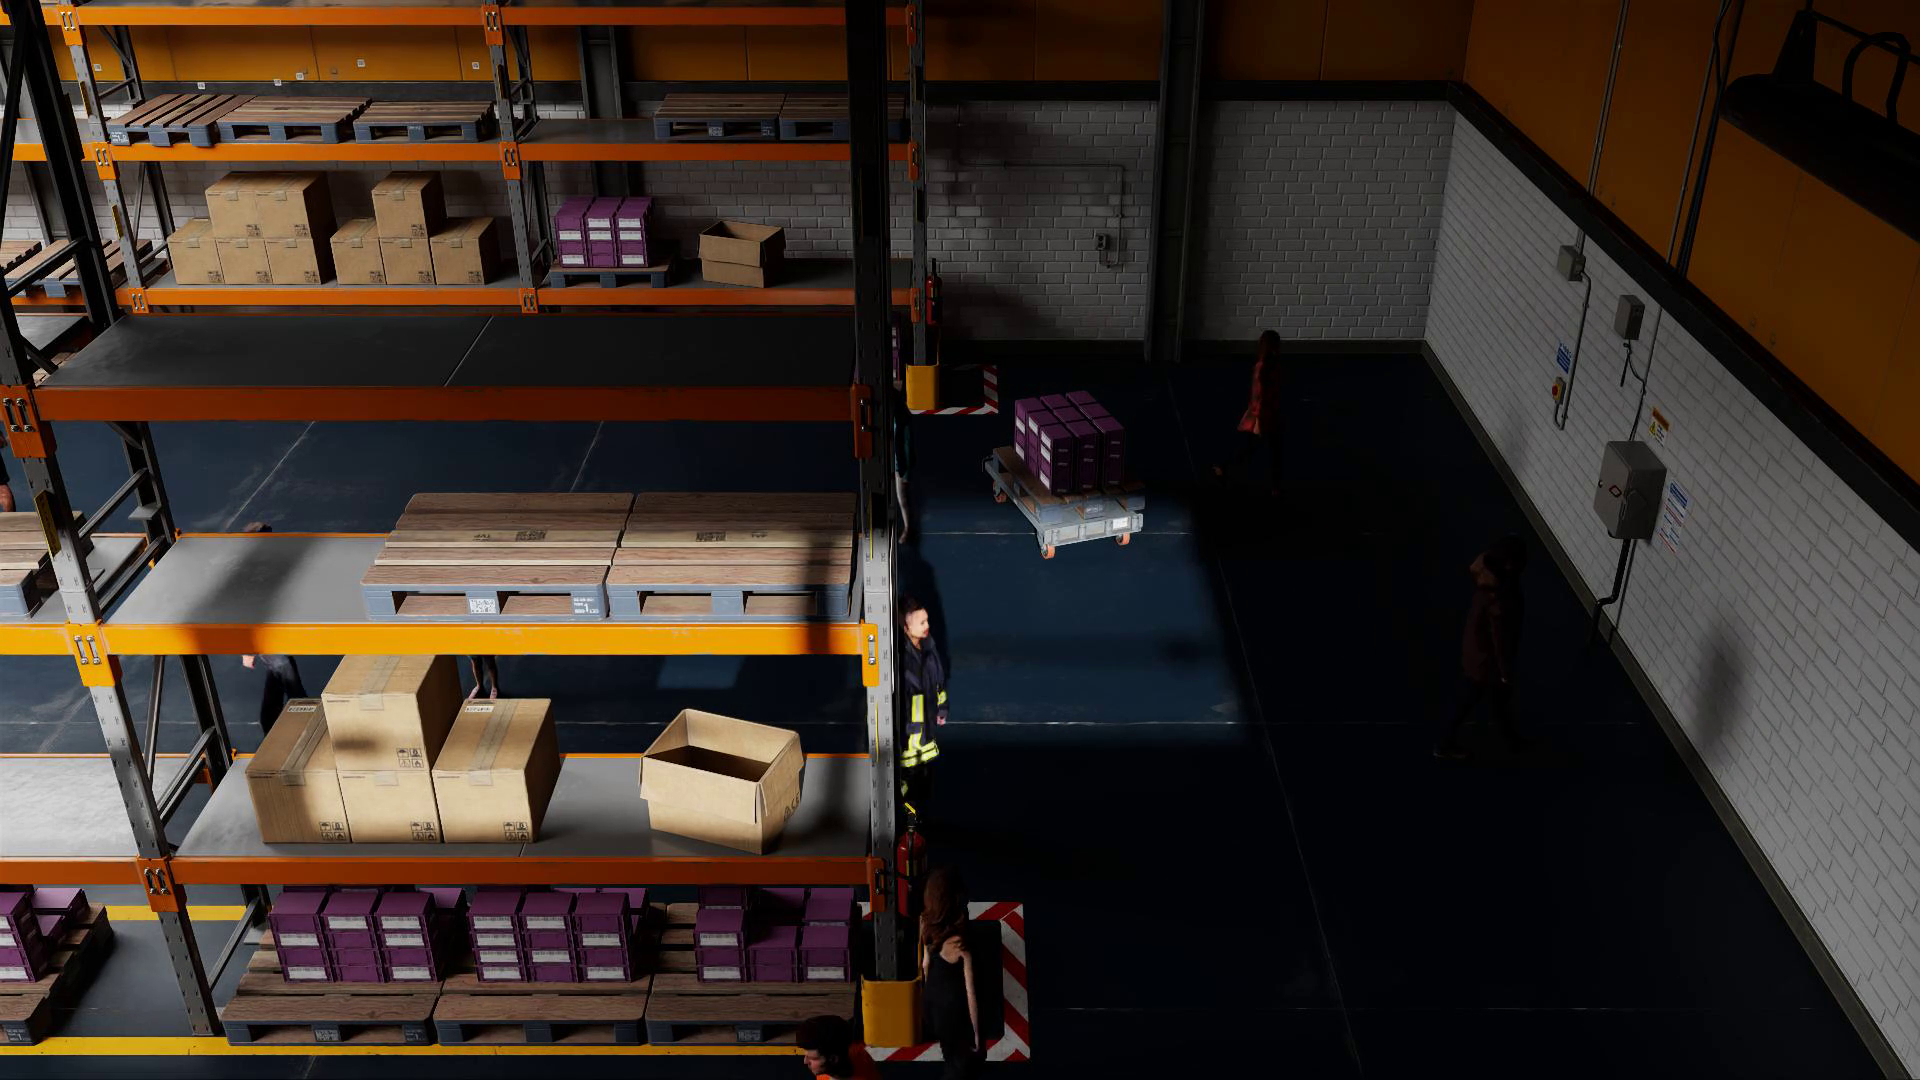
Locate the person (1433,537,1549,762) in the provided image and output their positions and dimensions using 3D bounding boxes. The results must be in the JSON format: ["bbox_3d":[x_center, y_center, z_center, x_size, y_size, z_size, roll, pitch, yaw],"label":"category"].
[{"bbox_3d":[3.609,0.788,11.665,1.125,1.821,0.940,8,30,14],"label":"person"}]

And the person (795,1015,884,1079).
[{"bbox_3d":[-0.389,2.870,7.841,1.138,1.827,0.996,-19,34,-31],"label":"person"}]

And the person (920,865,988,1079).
[{"bbox_3d":[-0.119,2.493,8.649,0.943,1.716,0.877,-22,35,-34],"label":"person"}]

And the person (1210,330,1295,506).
[{"bbox_3d":[2.721,-1.126,15.327,1.152,1.674,1.014,20,35,33],"label":"person"}]

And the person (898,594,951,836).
[{"bbox_3d":[-0.398,1.156,10.959,0.910,1.851,0.900,16,32,26],"label":"person"}]
